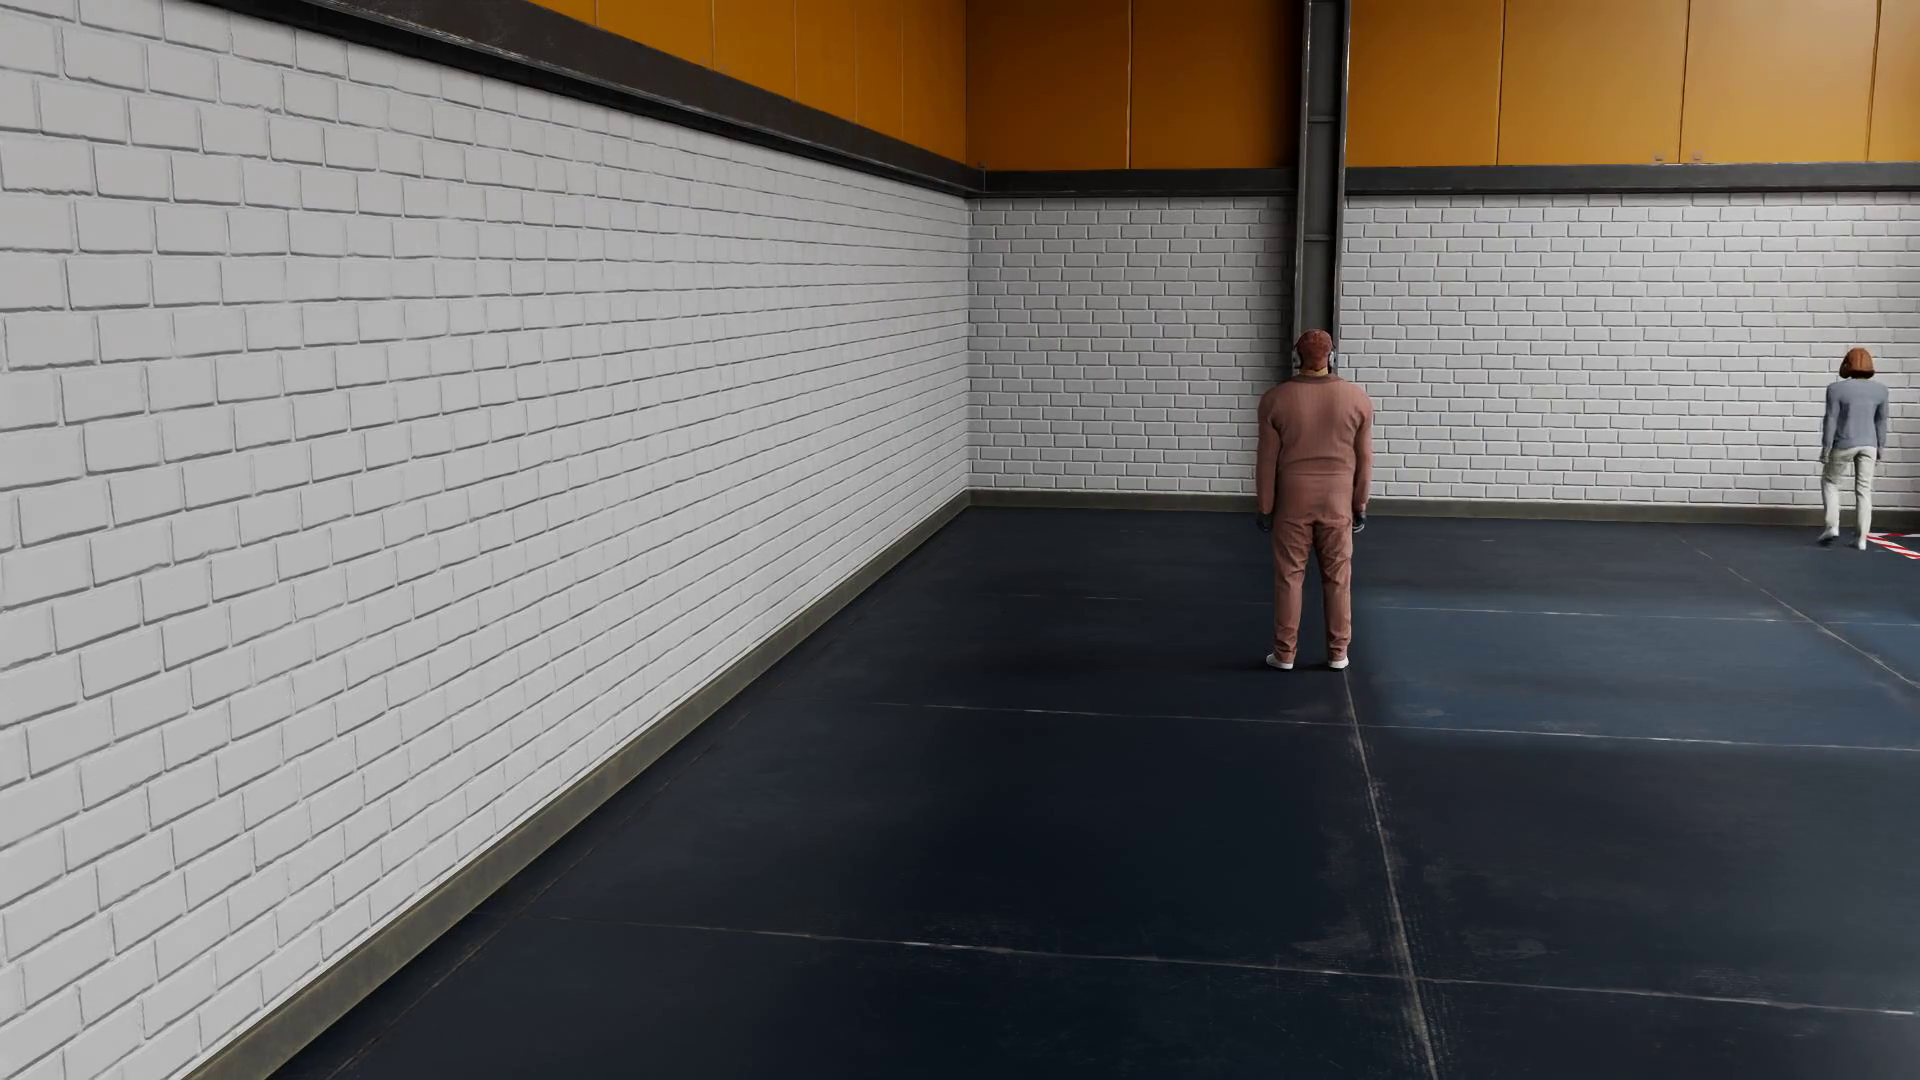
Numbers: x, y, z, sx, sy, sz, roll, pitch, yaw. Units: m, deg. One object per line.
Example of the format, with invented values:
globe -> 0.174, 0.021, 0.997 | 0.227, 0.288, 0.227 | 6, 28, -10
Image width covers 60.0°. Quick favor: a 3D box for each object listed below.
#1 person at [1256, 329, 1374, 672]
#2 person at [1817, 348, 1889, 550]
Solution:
person -> 1.947, -0.210, 9.213 | 0.642, 1.906, 0.410 | 0, 9, 2
person -> 7.183, -0.730, 13.364 | 0.512, 1.603, 0.425 | 0, 9, 3
